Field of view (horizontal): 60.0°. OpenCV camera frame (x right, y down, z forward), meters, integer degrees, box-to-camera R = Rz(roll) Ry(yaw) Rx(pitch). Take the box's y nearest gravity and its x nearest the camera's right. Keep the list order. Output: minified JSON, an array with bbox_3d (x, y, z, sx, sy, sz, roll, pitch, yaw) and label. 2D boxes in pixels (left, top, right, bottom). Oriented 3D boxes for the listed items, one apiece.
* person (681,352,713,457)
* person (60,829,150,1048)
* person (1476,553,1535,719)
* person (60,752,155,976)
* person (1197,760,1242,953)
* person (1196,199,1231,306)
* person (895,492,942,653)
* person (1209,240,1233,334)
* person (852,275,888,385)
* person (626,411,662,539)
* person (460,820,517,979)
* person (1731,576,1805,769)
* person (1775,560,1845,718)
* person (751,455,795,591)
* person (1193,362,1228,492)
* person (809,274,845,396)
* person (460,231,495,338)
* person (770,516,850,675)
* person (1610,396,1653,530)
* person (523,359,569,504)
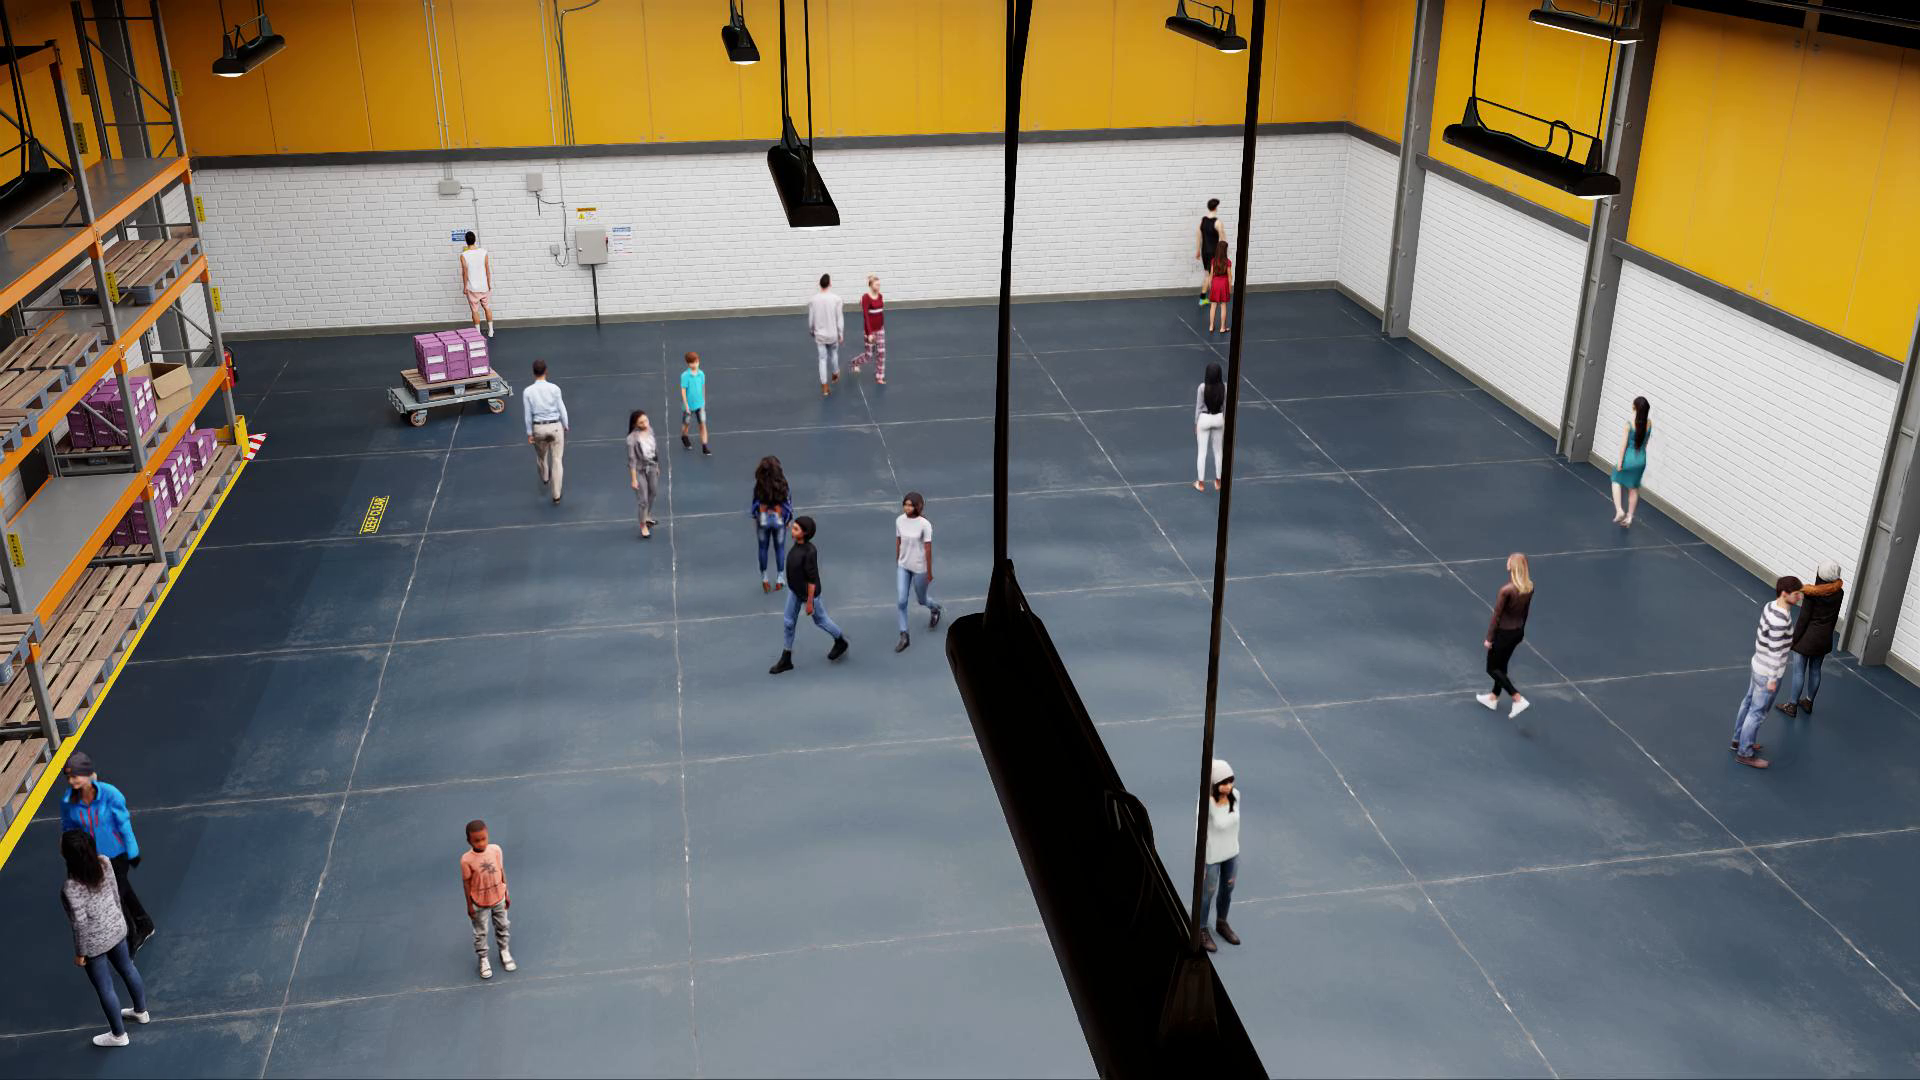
[{"bbox_3d":[-3.692,-1.894,22.823,0.731,1.427,1.007,-13,27,-27],"label":"person"},{"bbox_3d":[-6.070,2.783,11.742,0.738,1.732,0.592,5,24,11],"label":"person"},{"bbox_3d":[5.308,0.947,15.993,0.829,1.692,0.990,-15,28,-30],"label":"person"},{"bbox_3d":[-6.441,2.356,12.669,0.765,1.774,0.915,2,24,5],"label":"person"},{"bbox_3d":[1.963,2.394,12.744,0.655,1.644,0.646,-15,28,-31],"label":"person"},{"bbox_3d":[4.441,-5.099,29.622,1.095,1.853,1.099,20,30,38],"label":"person"},{"bbox_3d":[-0.447,0.291,17.489,0.984,1.695,1.119,12,26,25],"label":"person"},{"bbox_3d":[4.406,-4.300,28.166,0.671,1.557,0.731,10,26,22],"label":"person"},{"bbox_3d":[-1.386,-3.235,25.570,0.993,1.684,0.879,21,31,39],"label":"person"},{"bbox_3d":[-3.831,-0.793,20.034,0.919,1.644,0.848,9,25,21],"label":"person"},{"bbox_3d":[-3.567,2.670,12.529,0.538,1.310,0.564,-14,27,-29],"label":"person"},{"bbox_3d":[7.410,1.174,15.275,0.780,1.850,0.641,7,25,16],"label":"person"},{"bbox_3d":[8.250,0.938,16.085,0.644,1.634,0.625,-6,24,-13],"label":"person"},{"bbox_3d":[-2.136,-0.188,18.680,0.647,1.619,0.576,-1,24,-2],"label":"person"},{"bbox_3d":[3.241,-1.483,21.511,0.606,1.724,0.508,-3,24,-6],"label":"person"},{"bbox_3d":[-2.024,-3.066,25.051,0.890,1.791,1.204,2,24,4],"label":"person"},{"bbox_3d":[-8.068,-4.256,27.775,0.722,1.788,0.714,-15,28,-31],"label":"person"},{"bbox_3d":[-1.487,0.548,16.948,0.970,1.659,1.137,-16,28,-32],"label":"person"},{"bbox_3d":[8.231,-0.908,20.261,0.586,1.673,0.598,-2,24,-4],"label":"person"},{"bbox_3d":[-5.216,-1.338,21.083,0.727,1.803,1.119,-2,24,-5],"label":"person"}]
